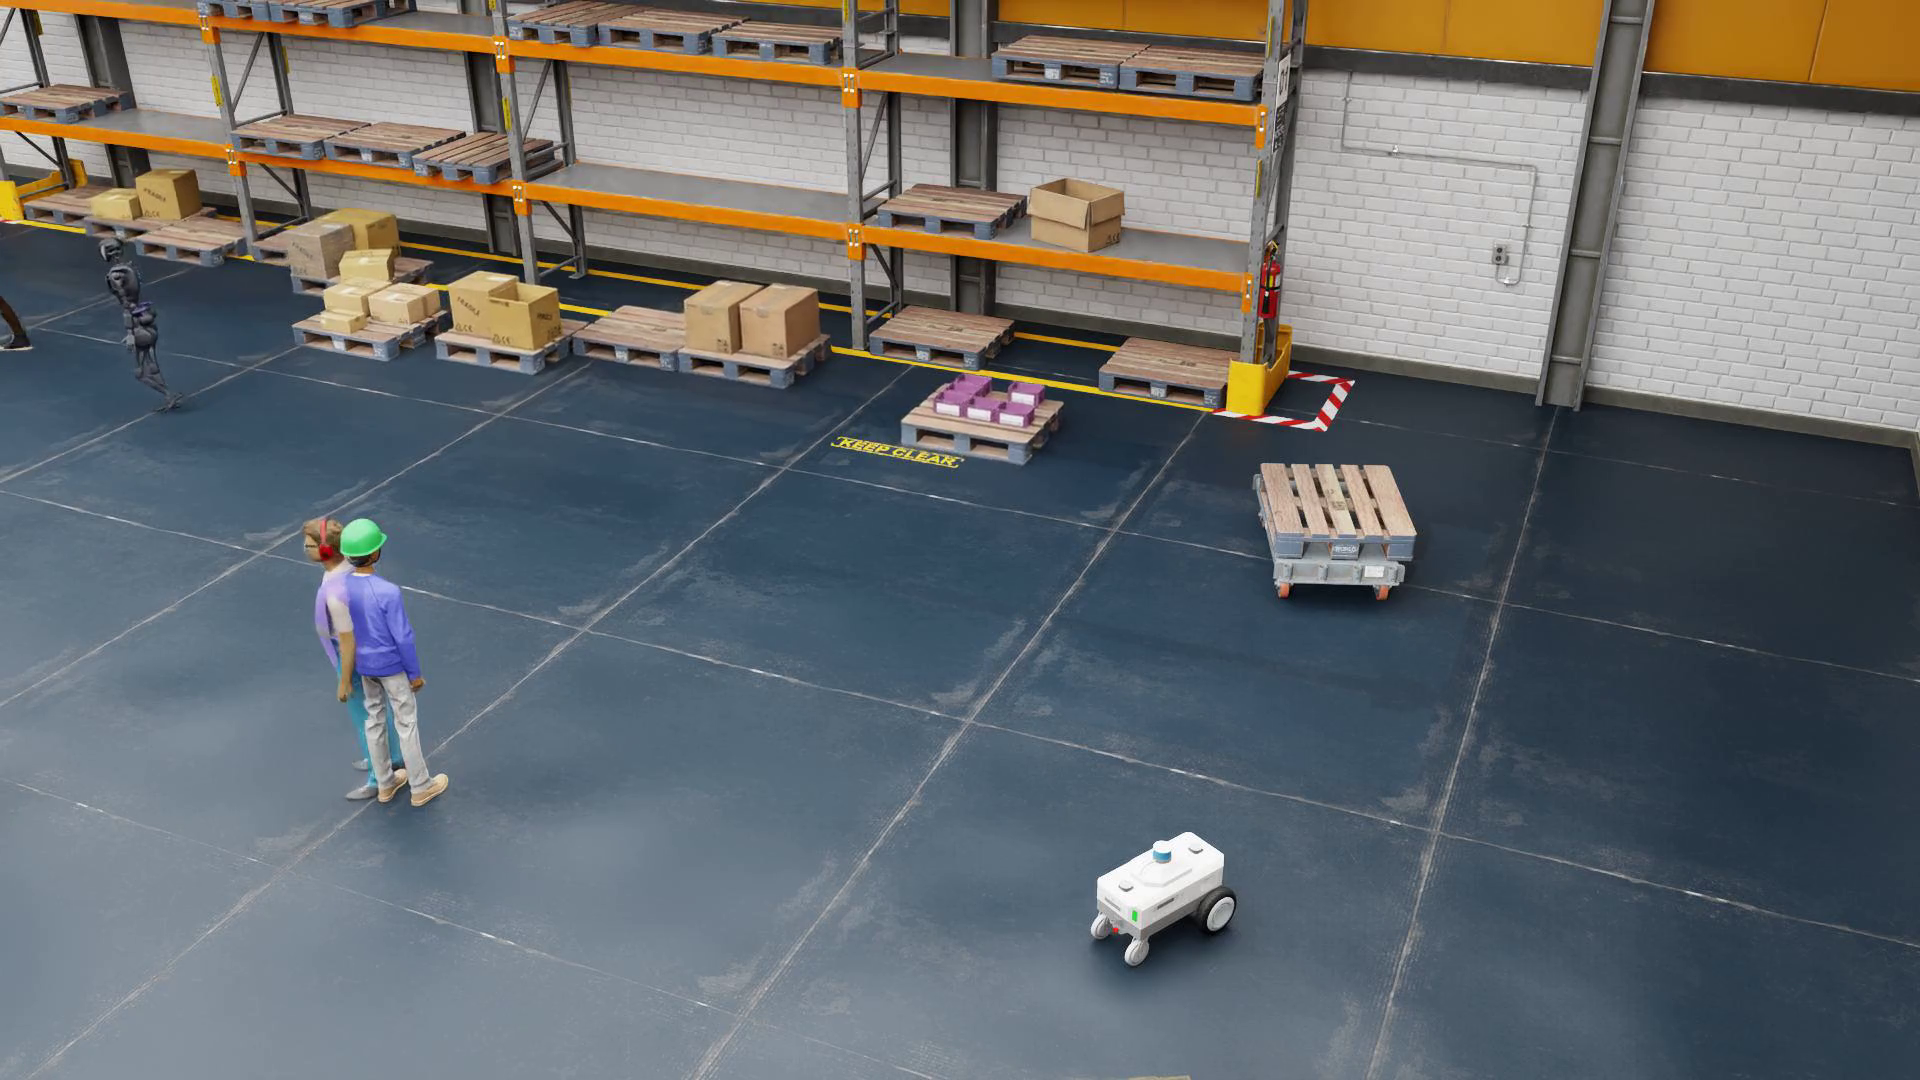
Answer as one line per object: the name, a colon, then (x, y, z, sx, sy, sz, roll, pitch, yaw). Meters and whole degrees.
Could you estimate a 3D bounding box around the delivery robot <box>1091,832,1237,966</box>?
delivery robot: (1.079, 1.883, 8.954, 0.774, 0.581, 0.499, -20, 33, -33)

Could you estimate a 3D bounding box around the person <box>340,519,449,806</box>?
person: (-3.382, 0.729, 9.773, 0.461, 1.873, 0.340, 7, 28, 12)

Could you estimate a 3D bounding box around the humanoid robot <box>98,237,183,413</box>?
humanoid robot: (-7.467, -1.956, 15.197, 0.469, 1.628, 0.628, -8, 28, -14)

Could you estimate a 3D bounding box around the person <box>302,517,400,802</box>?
person: (-3.579, 0.692, 9.873, 0.373, 1.840, 0.569, -5, 28, -9)

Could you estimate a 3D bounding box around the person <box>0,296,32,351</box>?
person: (-9.787, -2.669, 16.339, 0.847, 1.906, 0.633, -18, 32, -31)
